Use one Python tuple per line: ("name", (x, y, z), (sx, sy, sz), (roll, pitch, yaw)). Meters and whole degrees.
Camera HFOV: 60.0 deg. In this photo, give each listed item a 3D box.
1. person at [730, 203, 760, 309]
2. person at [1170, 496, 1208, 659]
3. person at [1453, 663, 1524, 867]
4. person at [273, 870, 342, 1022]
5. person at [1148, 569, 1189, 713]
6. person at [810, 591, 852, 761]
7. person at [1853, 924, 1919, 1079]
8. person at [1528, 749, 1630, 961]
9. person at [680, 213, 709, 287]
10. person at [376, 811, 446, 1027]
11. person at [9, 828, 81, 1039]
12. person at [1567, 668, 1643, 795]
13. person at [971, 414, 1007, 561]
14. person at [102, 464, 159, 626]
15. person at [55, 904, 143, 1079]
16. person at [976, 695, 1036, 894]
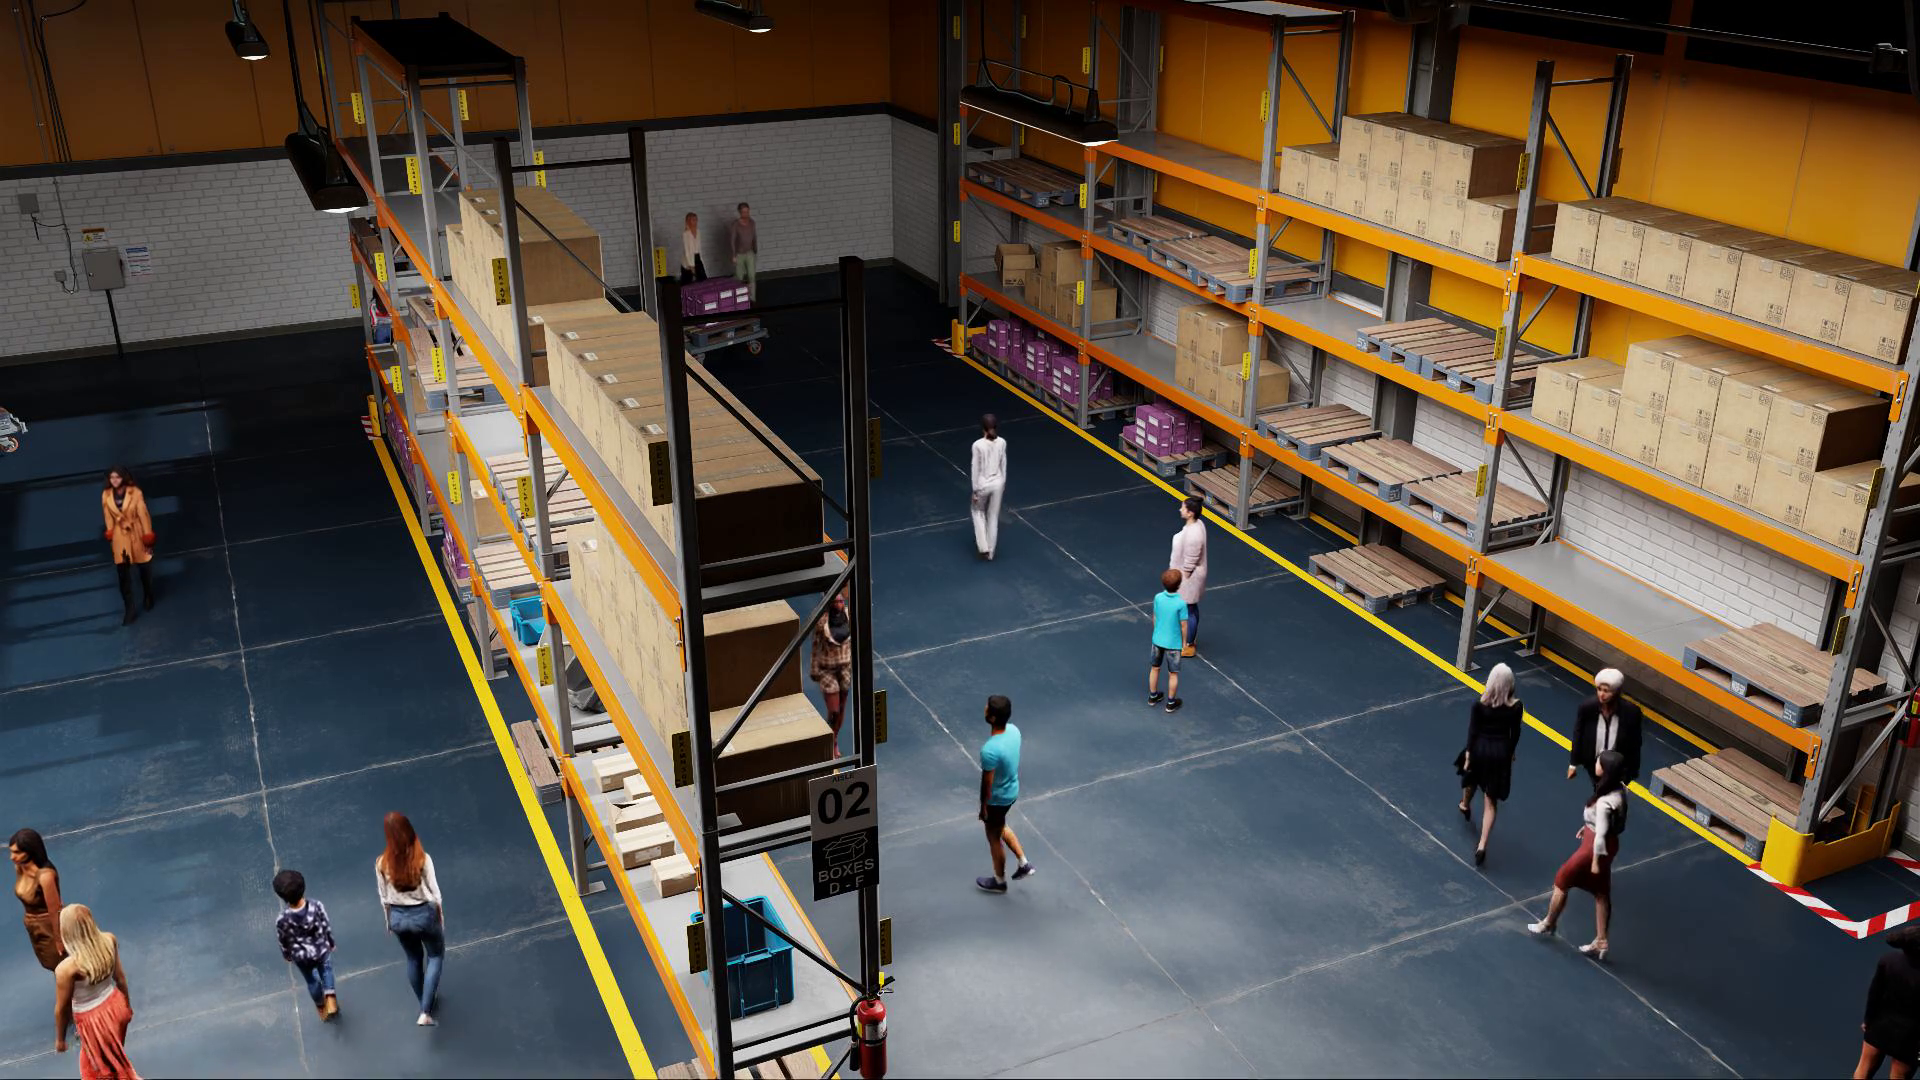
("person", (-3.797, -4.950, 28.910), (0.802, 1.853, 1.044), (-16, 28, -33))
("person", (2.339, 0.346, 16.934), (0.859, 1.743, 0.776), (5, 24, 12))
("person", (4.318, 1.850, 13.527), (1.010, 1.715, 1.169), (3, 24, 8))
("person", (-4.584, 2.891, 11.732), (0.529, 1.245, 0.557), (-12, 26, -25))
("person", (1.988, 0.942, 15.938), (0.557, 1.448, 0.650), (15, 28, 31))
("person", (-1.153, 1.168, 15.010), (0.589, 1.777, 0.624), (-11, 26, -23))
("person", (5.981, 3.162, 10.622), (0.660, 1.639, 0.558), (-16, 28, -33))
("person", (4.805, 2.363, 12.331), (0.928, 1.733, 0.793), (20, 30, 38))
("person", (-4.614, -4.617, 28.190), (1.178, 1.820, 0.963), (17, 29, 33))
("person", (-3.822, 2.701, 11.589), (0.774, 1.709, 0.913), (0, 24, 0))
("person", (-6.320, 2.723, 11.570), (0.603, 1.683, 0.701), (15, 28, 30))
("person", (5.035, 1.678, 12.728), (1.278, 1.743, 1.050), (16, 28, 32))
("person", (0.354, -0.577, 19.023), (0.657, 1.760, 0.680), (-6, 24, -13))
("person", (-8.856, -0.021, 17.831), (0.869, 1.697, 1.024), (-4, 24, -9))
("person", (-5.375, 3.123, 10.553), (1.140, 1.766, 1.156), (6, 24, 13))
("person", (0.394, 2.029, 13.055), (0.877, 1.766, 0.816), (13, 27, 26))
